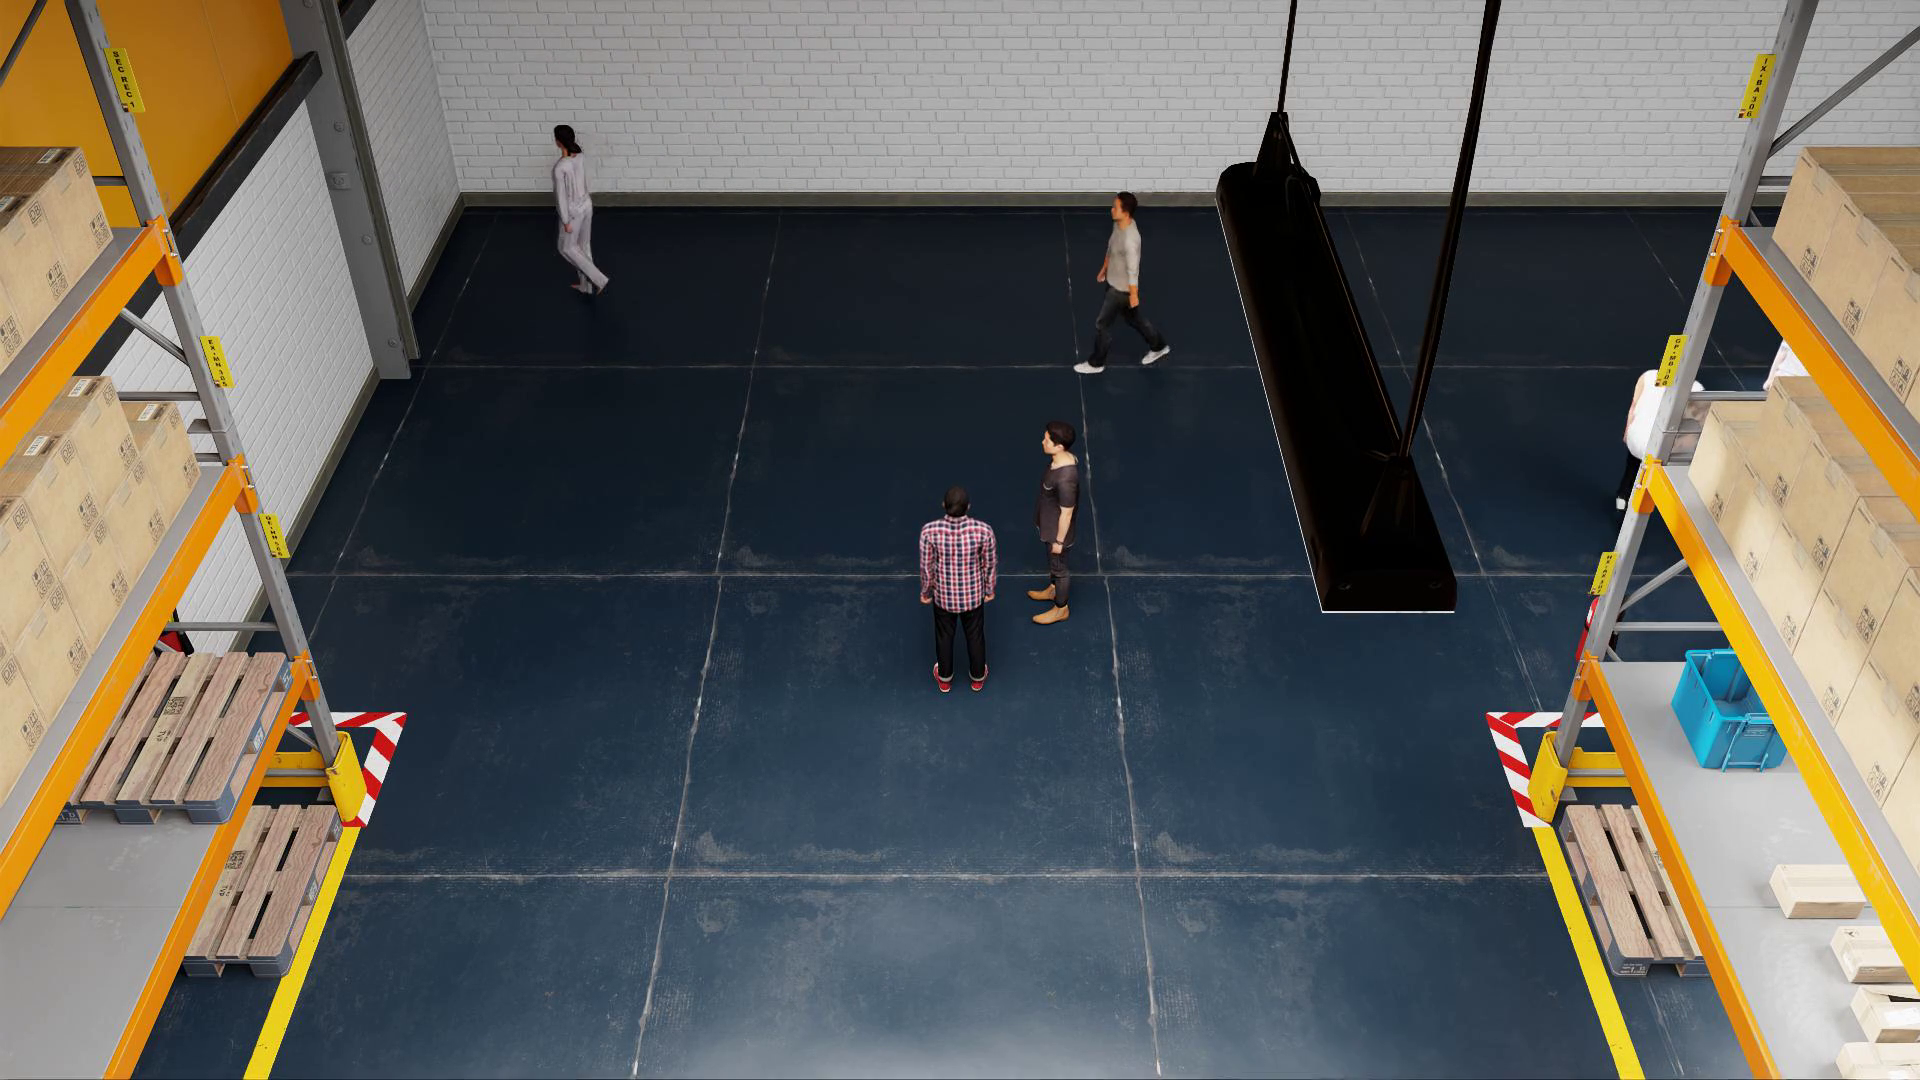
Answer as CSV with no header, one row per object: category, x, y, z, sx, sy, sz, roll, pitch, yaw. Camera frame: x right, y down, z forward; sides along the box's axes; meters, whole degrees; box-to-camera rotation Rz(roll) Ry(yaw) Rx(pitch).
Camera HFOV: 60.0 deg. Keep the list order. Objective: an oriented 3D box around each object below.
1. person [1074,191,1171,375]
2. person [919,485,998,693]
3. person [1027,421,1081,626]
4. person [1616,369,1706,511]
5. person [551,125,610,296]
person,1.534,-2.271,14.742,0.736,1.781,1.065,-2,39,-2
person,-0.013,0.342,11.486,0.680,1.761,0.570,-1,39,-1
person,0.716,-0.143,12.129,0.686,1.717,0.495,-2,39,-3
person,5.407,-0.773,12.953,0.838,1.673,0.895,30,47,32
person,-3.587,-3.091,15.786,0.837,1.759,0.804,20,43,23
